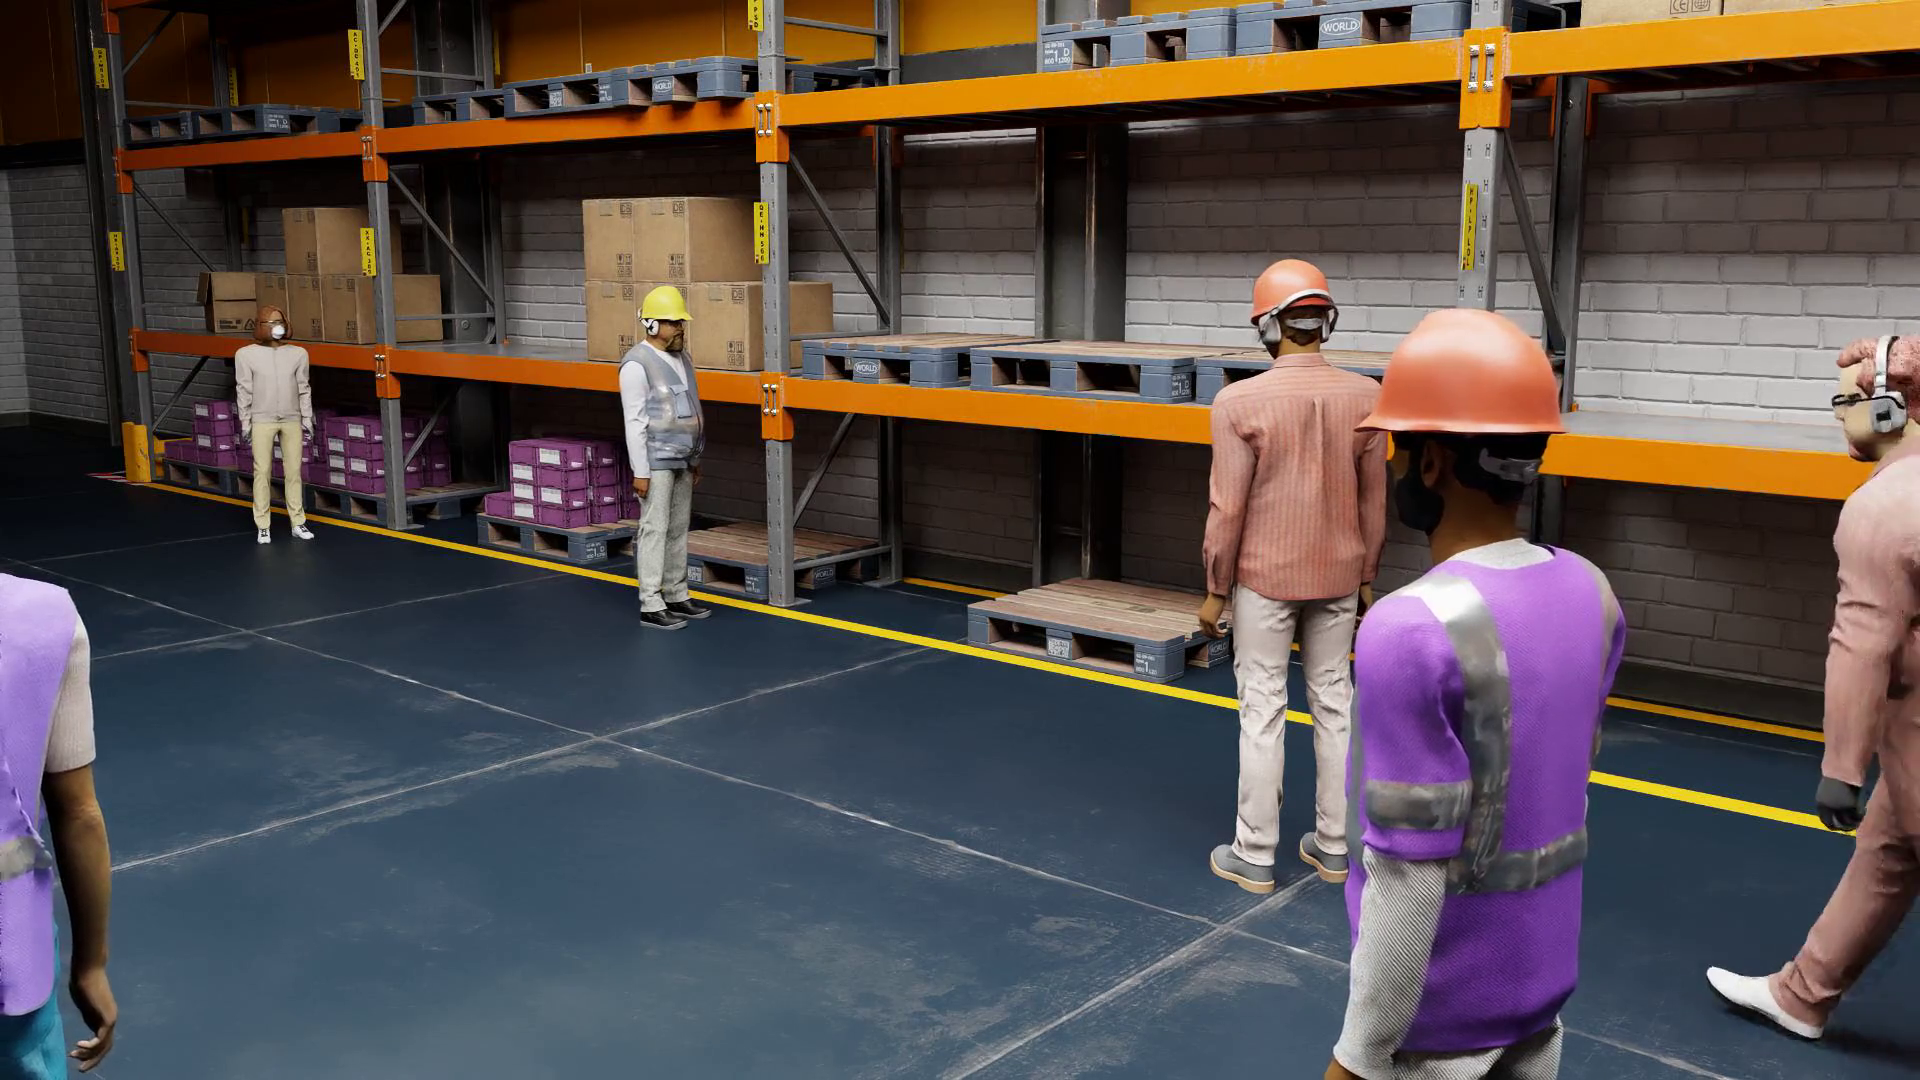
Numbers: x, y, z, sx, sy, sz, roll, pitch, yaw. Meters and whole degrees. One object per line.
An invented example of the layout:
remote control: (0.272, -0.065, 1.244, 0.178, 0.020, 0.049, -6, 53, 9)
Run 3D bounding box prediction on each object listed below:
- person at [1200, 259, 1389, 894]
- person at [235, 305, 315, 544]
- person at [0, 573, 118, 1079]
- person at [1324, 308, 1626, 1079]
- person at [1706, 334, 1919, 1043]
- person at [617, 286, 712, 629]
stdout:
person: (1.041, 0.123, 5.238, 0.608, 1.986, 0.389, -3, 10, -16)
person: (-4.714, -0.799, 11.478, 0.500, 1.636, 0.282, -8, 13, -38)
person: (-1.502, 0.692, 2.389, 0.388, 1.847, 0.563, 9, 14, 43)
person: (0.708, 0.636, 2.455, 0.552, 1.935, 0.367, -9, 13, -42)
person: (2.286, 0.450, 3.857, 0.679, 1.830, 1.032, -7, 12, -36)
person: (-1.569, -0.437, 8.903, 0.403, 1.824, 0.585, 4, 11, 19)
